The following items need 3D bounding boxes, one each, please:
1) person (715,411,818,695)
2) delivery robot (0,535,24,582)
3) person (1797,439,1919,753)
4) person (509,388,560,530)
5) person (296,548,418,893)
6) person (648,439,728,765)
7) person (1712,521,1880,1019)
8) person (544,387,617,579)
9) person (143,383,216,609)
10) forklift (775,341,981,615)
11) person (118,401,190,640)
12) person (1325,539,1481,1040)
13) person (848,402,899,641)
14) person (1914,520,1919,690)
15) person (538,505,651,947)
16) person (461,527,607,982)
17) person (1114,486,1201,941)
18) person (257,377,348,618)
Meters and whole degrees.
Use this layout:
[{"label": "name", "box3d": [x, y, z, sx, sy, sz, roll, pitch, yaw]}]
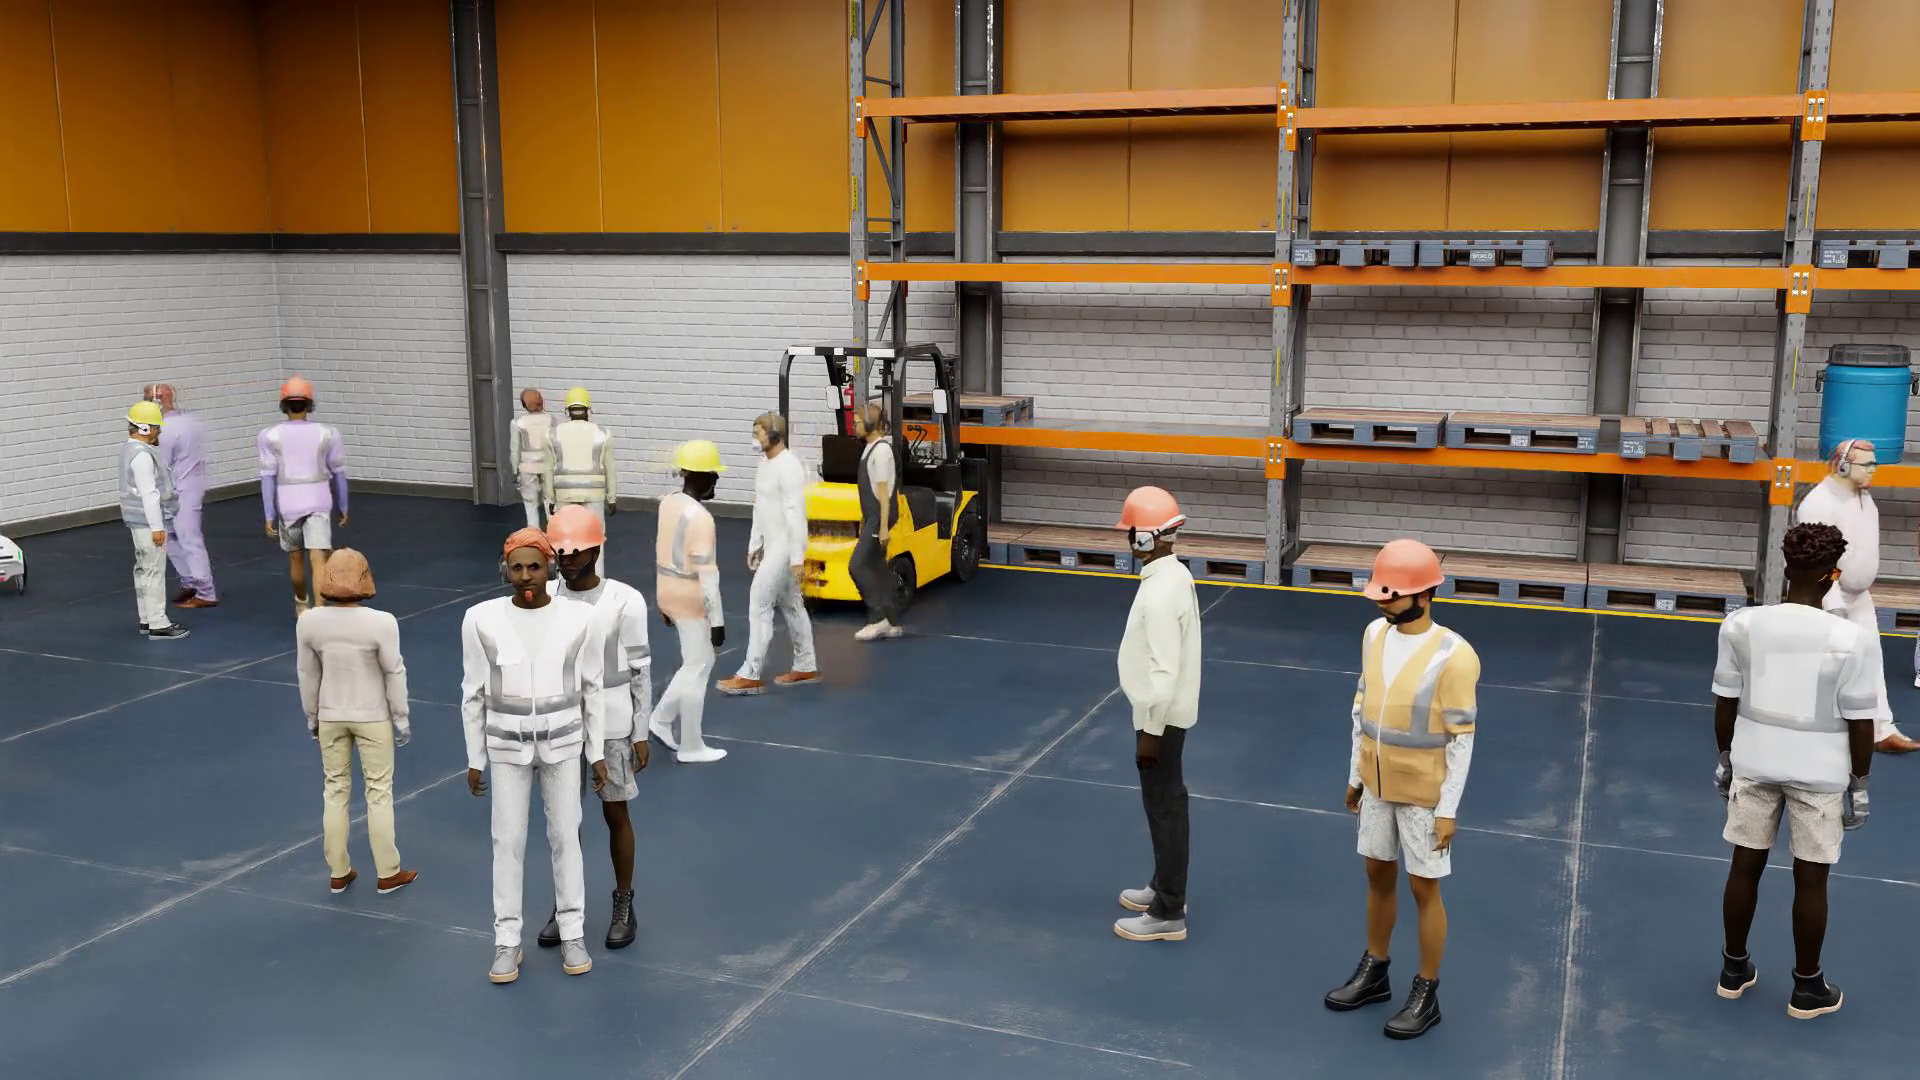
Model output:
[{"label": "person", "box3d": [-1.345, 0.089, 11.193, 0.859, 1.904, 0.647, -3, 11, -18]}, {"label": "delivery robot", "box3d": [-8.386, 0.133, 14.455, 0.477, 0.478, 0.707, -8, 13, -36]}, {"label": "person", "box3d": [5.286, 0.359, 9.797, 0.652, 1.877, 0.831, -6, 12, -30]}, {"label": "person", "box3d": [-4.108, -0.665, 16.168, 0.528, 1.623, 0.412, -6, 12, -30]}, {"label": "person", "box3d": [-2.809, 0.845, 7.746, 0.507, 1.633, 0.280, 1, 10, 5]}, {"label": "person", "box3d": [-1.545, 0.367, 9.617, 0.442, 1.911, 0.619, -6, 12, -30]}, {"label": "person", "box3d": [3.268, 0.897, 6.542, 0.607, 1.962, 0.367, 10, 14, 44]}, {"label": "person", "box3d": [-3.198, -0.381, 14.072, 0.591, 1.823, 0.412, -1, 10, -7]}, {"label": "person", "box3d": [-6.477, -0.353, 13.752, 0.573, 1.879, 0.653, -2, 10, -12]}, {"label": "forklift", "box3d": [-0.739, -0.602, 14.246, 1.214, 2.155, 2.313, 4, 11, 21]}, {"label": "person", "box3d": [-6.201, -0.150, 12.759, 0.403, 1.825, 0.586, -8, 13, -36]}, {"label": "person", "box3d": [1.688, 0.944, 6.375, 0.374, 1.928, 0.542, -7, 12, -33]}, {"label": "person", "box3d": [-0.698, -0.132, 12.658, 0.508, 1.821, 0.539, -2, 10, -12]}, {"label": "person", "box3d": [6.697, 0.167, 11.157, 0.331, 1.767, 0.527, -6, 12, -29]}, {"label": "person", "box3d": [-1.606, 0.803, 7.136, 0.553, 1.935, 0.362, 1, 10, 5]}, {"label": "person", "box3d": [-1.748, 0.880, 6.861, 0.573, 1.883, 0.355, -3, 11, -14]}, {"label": "person", "box3d": [0.849, 0.753, 7.265, 0.395, 1.988, 0.614, 2, 10, 13]}, {"label": "person", "box3d": [-5.115, -0.273, 13.002, 0.631, 1.989, 1.071, -4, 11, -24]}]
